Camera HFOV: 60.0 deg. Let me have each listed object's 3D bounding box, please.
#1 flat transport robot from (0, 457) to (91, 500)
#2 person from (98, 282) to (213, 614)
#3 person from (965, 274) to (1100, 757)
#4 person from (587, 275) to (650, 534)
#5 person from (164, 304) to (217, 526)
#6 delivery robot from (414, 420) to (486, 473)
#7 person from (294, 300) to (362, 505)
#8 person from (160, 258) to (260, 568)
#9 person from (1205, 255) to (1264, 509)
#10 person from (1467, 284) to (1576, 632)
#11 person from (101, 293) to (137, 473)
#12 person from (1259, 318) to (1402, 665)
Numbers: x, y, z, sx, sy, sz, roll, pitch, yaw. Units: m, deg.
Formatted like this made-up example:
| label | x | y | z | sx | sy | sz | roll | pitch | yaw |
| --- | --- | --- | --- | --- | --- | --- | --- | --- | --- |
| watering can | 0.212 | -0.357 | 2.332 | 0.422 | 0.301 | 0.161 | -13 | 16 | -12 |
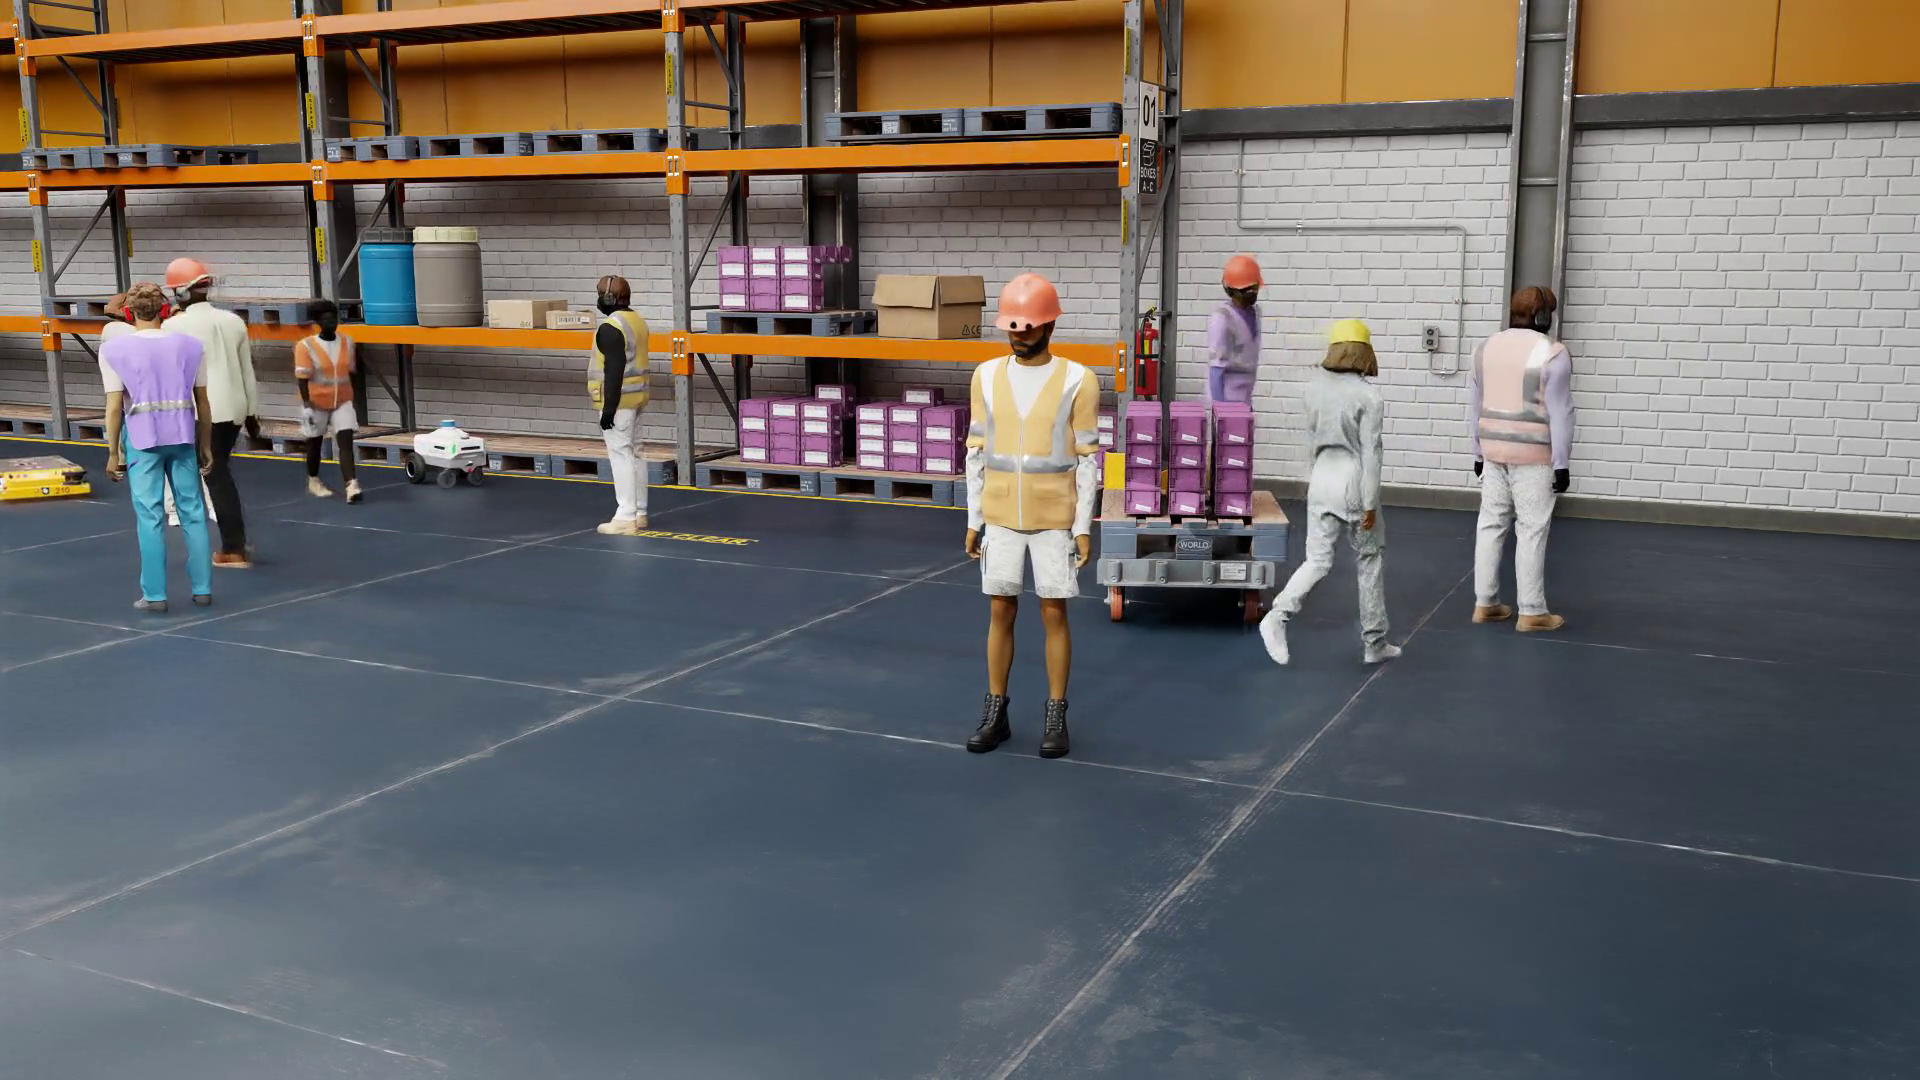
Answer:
| label | x | y | z | sx | sy | sz | roll | pitch | yaw |
| --- | --- | --- | --- | --- | --- | --- | --- | --- | --- |
| flat transport robot | -7.801 | -0.536 | 13.942 | 0.652 | 0.197 | 1.431 | -8 | 12 | -37 |
| person | -4.459 | -0.508 | 9.288 | 0.571 | 1.839 | 0.373 | -10 | 14 | -44 |
| person | 0.274 | -0.087 | 6.634 | 0.543 | 1.928 | 0.374 | 3 | 10 | 17 |
| person | -2.444 | -0.968 | 11.923 | 0.429 | 1.841 | 0.634 | 1 | 10 | 8 |
| person | -5.675 | -0.916 | 12.239 | 0.512 | 1.630 | 0.318 | -6 | 12 | -32 |
| delivery robot | -4.392 | -0.790 | 14.320 | 0.707 | 0.478 | 0.477 | 9 | 14 | 43 |
| person | -5.040 | -1.097 | 13.273 | 0.532 | 1.623 | 0.912 | -9 | 13 | -41 |
| person | -4.797 | -0.797 | 10.571 | 0.590 | 1.966 | 0.606 | 4 | 11 | 23 |
| person | 1.826 | -0.971 | 11.530 | 0.725 | 1.990 | 0.687 | 7 | 12 | 35 |
| person | 3.010 | -0.438 | 8.895 | 0.429 | 1.839 | 0.633 | -6 | 12 | -32 |
| person | -7.534 | -1.406 | 15.030 | 0.501 | 1.631 | 0.286 | 6 | 12 | 31 |
| person | 1.812 | -0.225 | 8.074 | 0.712 | 1.699 | 0.497 | -9 | 13 | -41 |
